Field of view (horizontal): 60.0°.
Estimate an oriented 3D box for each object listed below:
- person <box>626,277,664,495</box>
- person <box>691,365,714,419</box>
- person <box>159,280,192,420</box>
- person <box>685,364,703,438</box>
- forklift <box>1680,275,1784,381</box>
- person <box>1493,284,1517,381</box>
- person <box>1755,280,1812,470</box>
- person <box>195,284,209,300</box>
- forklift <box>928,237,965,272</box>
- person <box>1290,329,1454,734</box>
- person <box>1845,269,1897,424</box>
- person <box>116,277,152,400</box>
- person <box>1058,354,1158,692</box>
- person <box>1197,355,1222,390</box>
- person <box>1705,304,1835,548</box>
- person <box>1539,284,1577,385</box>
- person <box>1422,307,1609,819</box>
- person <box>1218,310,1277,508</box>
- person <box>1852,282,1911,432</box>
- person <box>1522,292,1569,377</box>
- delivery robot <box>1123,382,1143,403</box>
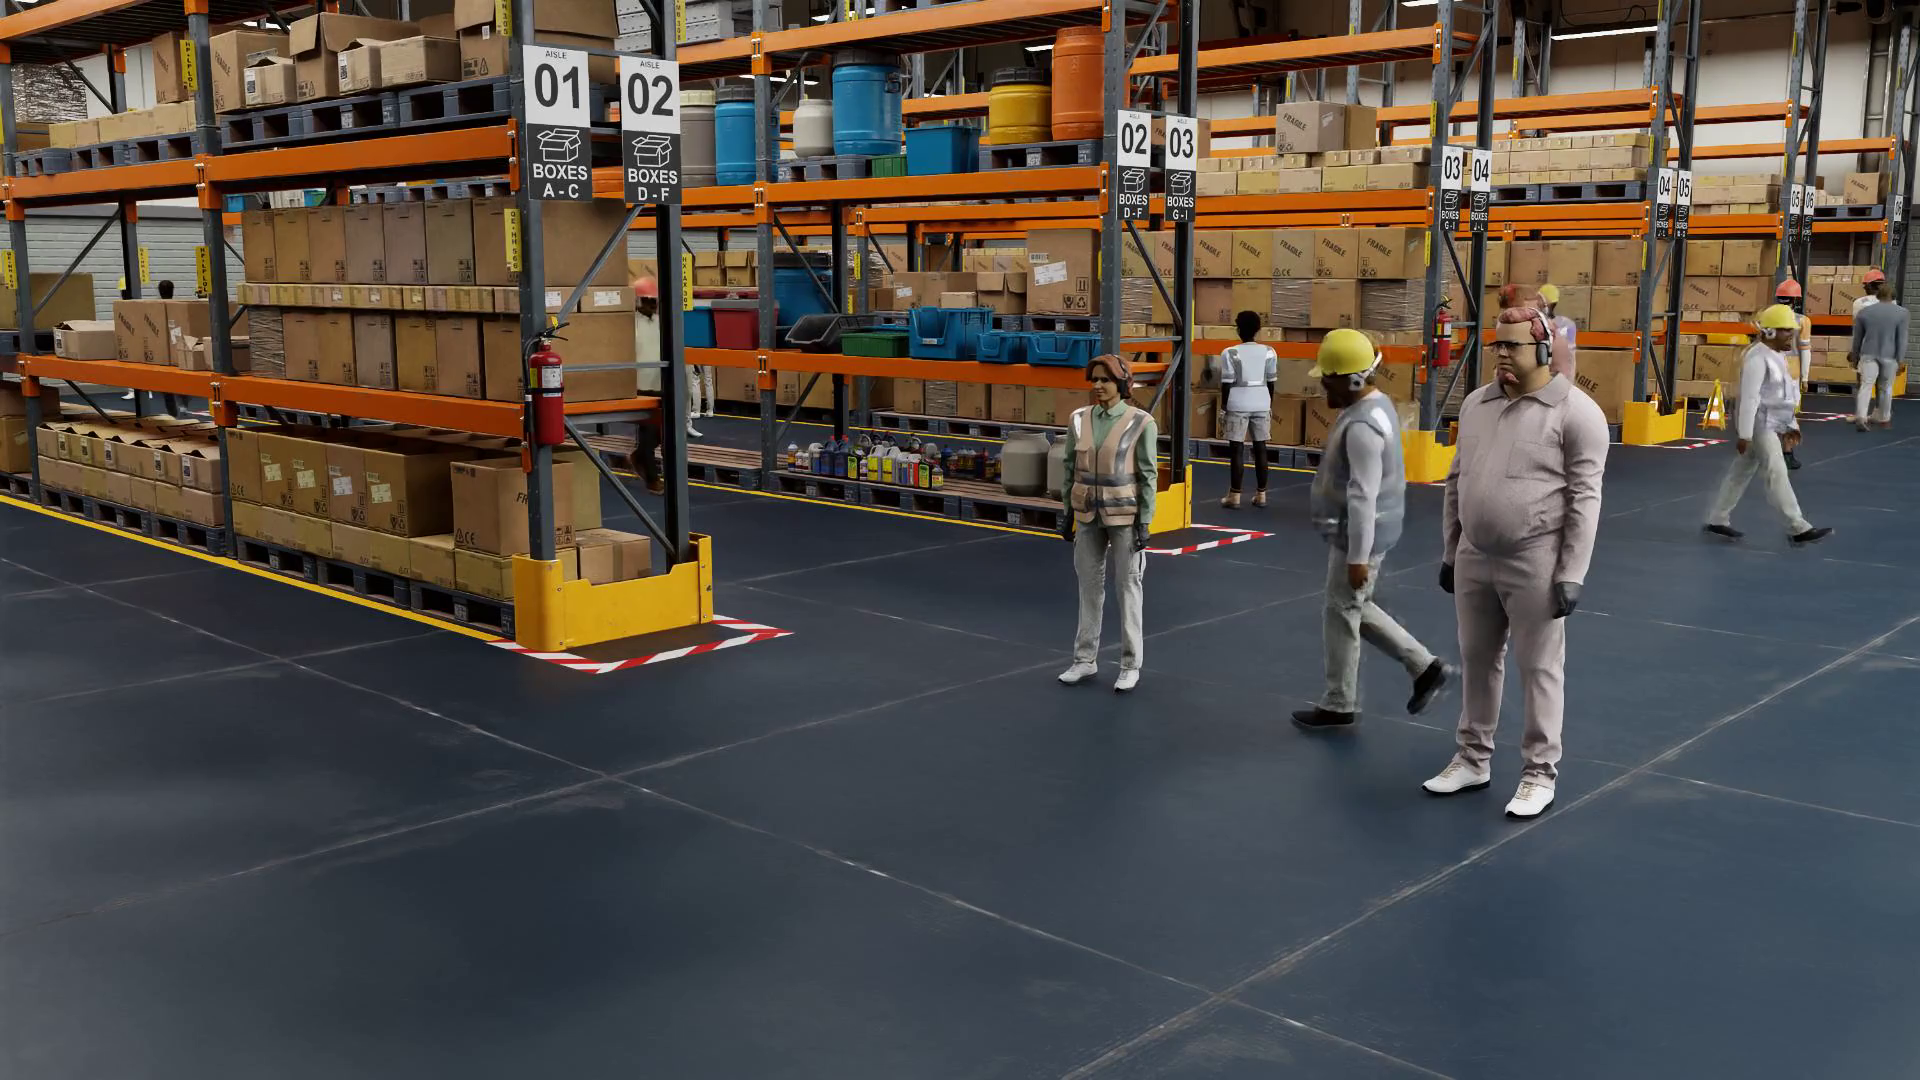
[{"bbox_3d":[-2.895,-1.416,15.257,0.607,1.979,0.643,8,12,39],"label":"person"},{"bbox_3d":[-3.600,-2.497,22.936,0.497,1.633,0.284,-8,12,-41],"label":"person"},{"bbox_3d":[-10.734,-2.570,22.589,0.597,1.901,0.490,-4,10,-21],"label":"person"},{"bbox_3d":[-3.368,-2.172,20.223,0.328,1.872,0.514,8,12,39],"label":"person"},{"bbox_3d":[12.480,-3.427,27.053,1.214,2.155,2.313,9,13,43],"label":"forklift"},{"bbox_3d":[6.628,-2.125,19.941,0.567,1.868,0.592,9,13,44],"label":"person"},{"bbox_3d":[8.491,-1.710,17.178,0.355,1.938,0.545,-9,13,-44],"label":"person"},{"bbox_3d":[-12.839,-3.469,28.299,0.600,1.827,0.404,-6,11,-31],"label":"person"},{"bbox_3d":[-0.326,-5.817,39.609,1.129,2.768,1.873,9,13,43],"label":"forklift"},{"bbox_3d":[1.811,-0.020,7.260,0.616,1.796,0.644,3,10,19],"label":"person"},{"bbox_3d":[12.102,-2.572,22.147,0.615,2.040,0.391,-2,9,-10],"label":"person"},{"bbox_3d":[-12.990,-3.157,26.123,0.604,1.919,0.397,2,9,11],"label":"person"},{"bbox_3d":[0.728,-0.090,8.160,0.514,1.641,0.309,6,11,33],"label":"person"},{"bbox_3d":[3.164,-2.147,20.008,0.832,1.901,0.586,6,11,32],"label":"person"},{"bbox_3d":[6.039,-0.846,12.334,0.929,1.780,0.607,7,11,35],"label":"person"},{"bbox_3d":[6.101,-1.711,17.313,0.591,1.903,0.724,5,11,30],"label":"person"},{"bbox_3d":[2.087,0.078,6.313,0.410,1.909,0.643,-7,12,-36],"label":"person"},{"bbox_3d":[2.474,-1.127,14.342,0.534,1.698,0.318,-3,10,-17],"label":"person"},{"bbox_3d":[11.660,-2.325,21.117,0.653,1.893,1.012,8,12,40],"label":"person"},{"bbox_3d":[4.639,-1.080,13.530,0.927,1.871,0.645,-2,10,-13],"label":"person"},{"bbox_3d":[2.368,-1.991,22.975,0.477,0.478,0.707,-8,12,-40],"label":"delivery robot"}]
